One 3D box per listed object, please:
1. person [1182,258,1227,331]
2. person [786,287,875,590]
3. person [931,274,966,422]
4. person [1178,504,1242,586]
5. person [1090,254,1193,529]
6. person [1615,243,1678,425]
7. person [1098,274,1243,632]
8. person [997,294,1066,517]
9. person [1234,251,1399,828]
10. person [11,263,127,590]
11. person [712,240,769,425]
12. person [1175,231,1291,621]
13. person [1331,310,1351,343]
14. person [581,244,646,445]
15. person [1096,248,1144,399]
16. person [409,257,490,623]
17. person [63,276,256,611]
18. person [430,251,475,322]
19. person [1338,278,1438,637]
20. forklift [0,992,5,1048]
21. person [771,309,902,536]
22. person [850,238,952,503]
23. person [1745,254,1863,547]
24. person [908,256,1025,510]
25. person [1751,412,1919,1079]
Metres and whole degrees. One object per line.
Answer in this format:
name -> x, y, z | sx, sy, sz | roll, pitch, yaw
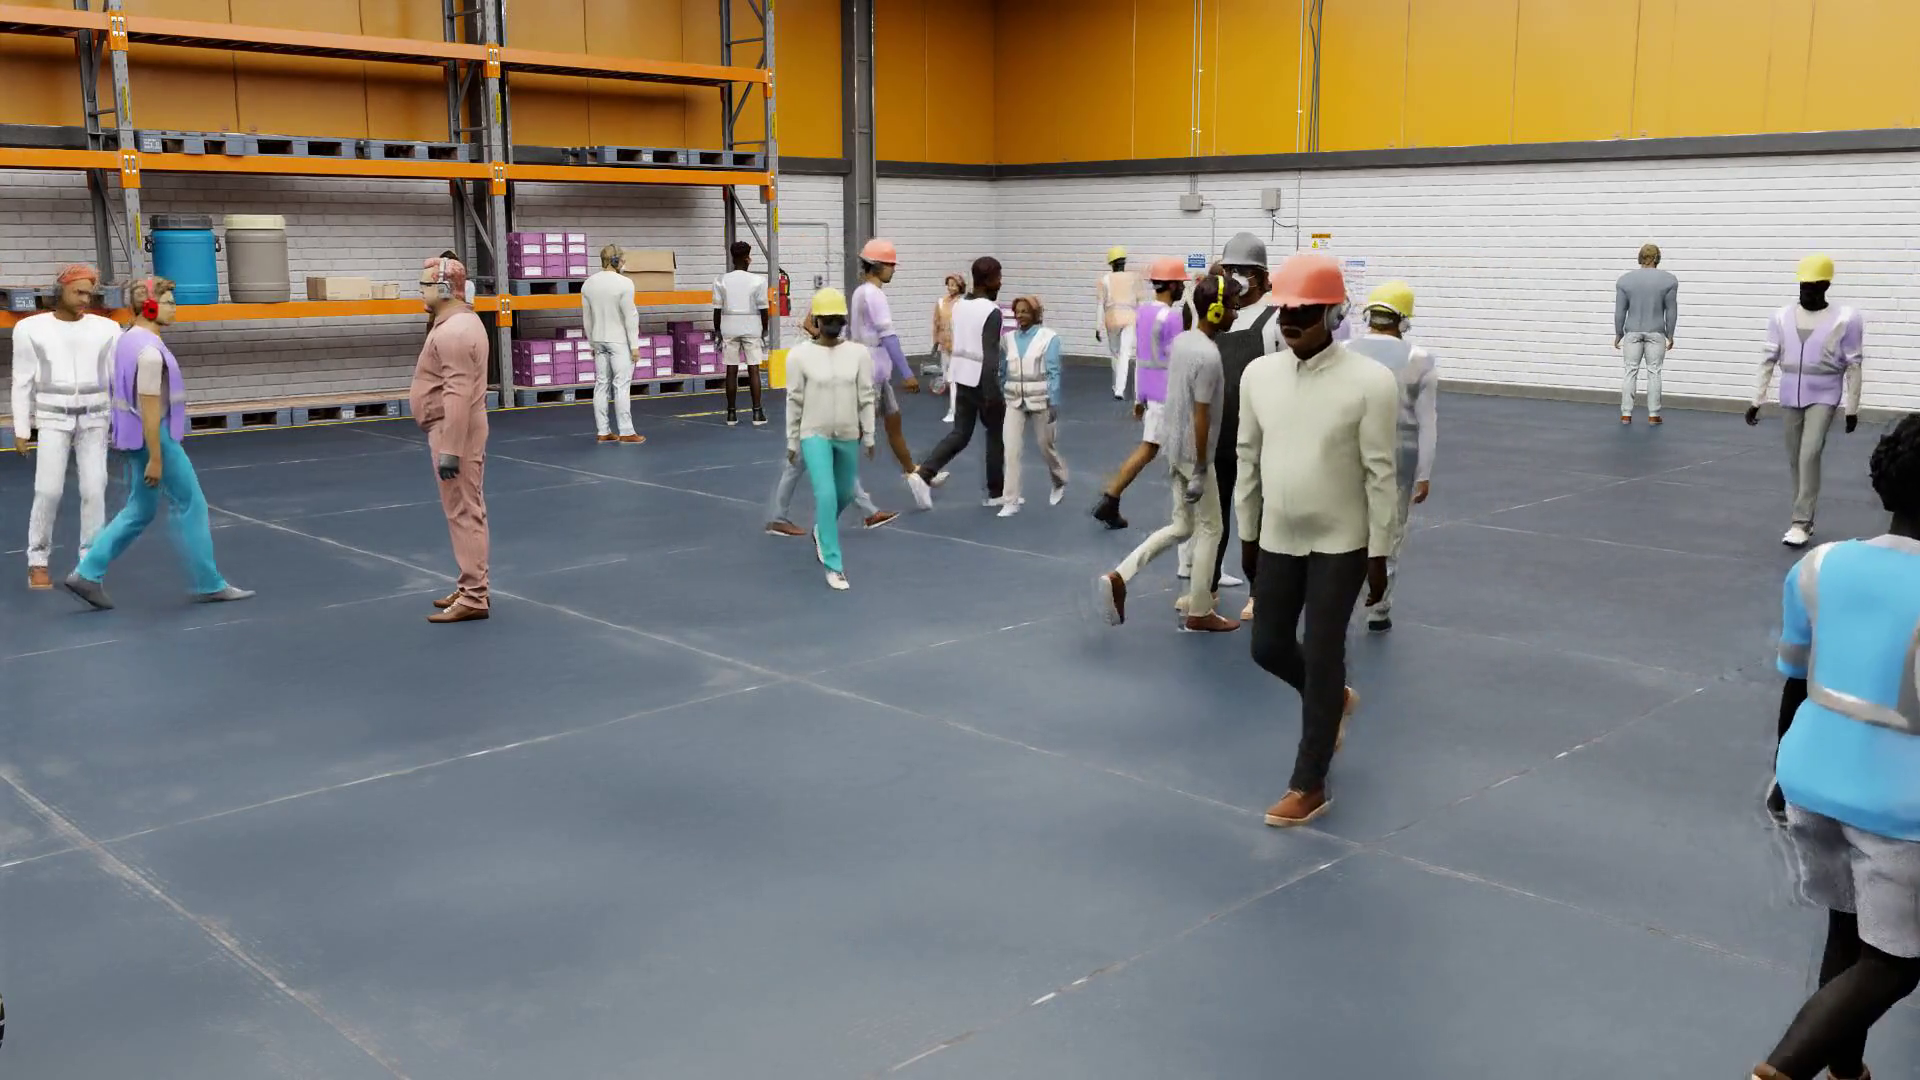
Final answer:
person -> 2.235, -1.529, 14.482 | 0.674, 1.825, 0.434 | 3, 11, 14
person -> -0.783, -0.624, 9.796 | 0.528, 1.737, 0.821 | -5, 11, -24
person -> -0.024, -2.124, 18.298 | 0.514, 1.611, 0.723 | 6, 12, 31
person -> 1.451, -0.553, 9.656 | 0.310, 1.638, 0.523 | -4, 11, -22
person -> 1.354, -1.015, 11.472 | 0.983, 1.898, 0.553 | -3, 11, -14
person -> 7.324, -2.193, 17.799 | 0.627, 1.934, 0.370 | 5, 12, 26
person -> 1.095, -0.404, 8.306 | 0.690, 1.835, 0.558 | -3, 11, -17
person -> 0.541, -1.000, 12.197 | 0.517, 1.615, 0.792 | 5, 12, 26
person -> 1.277, -0.020, 5.849 | 0.629, 1.977, 0.674 | 9, 14, 41
person -> -5.095, -0.646, 9.578 | 0.626, 1.855, 0.456 | -8, 13, -36
person -> -2.336, -2.208, 17.791 | 0.609, 1.963, 0.367 | 0, 10, 2
person -> 1.451, -0.596, 8.793 | 0.682, 2.000, 0.537 | 8, 13, 37
person -> 2.298, -0.836, 10.555 | 0.556, 1.881, 0.665 | -2, 11, -10
person -> -3.358, -1.881, 16.094 | 0.627, 1.934, 0.370 | 6, 12, 28
person -> 1.991, -2.689, 20.713 | 0.607, 1.858, 0.979 | 1, 10, 3
person -> -2.679, -0.525, 8.776 | 0.409, 1.907, 0.651 | -2, 11, -11
person -> -4.397, -0.512, 8.973 | 0.881, 1.817, 0.578 | -8, 13, -36
person -> -5.469, -2.184, 17.964 | 0.509, 1.860, 0.318 | -2, 11, -11
person -> 2.053, -0.384, 8.263 | 0.586, 1.811, 0.527 | 5, 12, 26
forklift -> -3.245, 0.323, 3.363 | 2.313, 2.155, 1.214 | 2, 11, 13
person -> -0.868, -0.796, 11.111 | 0.898, 1.581, 0.501 | 2, 11, 11
person -> -0.552, -1.267, 12.577 | 1.009, 1.987, 0.622 | -2, 11, -11
person -> 5.508, -0.909, 10.901 | 0.841, 1.897, 0.604 | -8, 13, -36
person -> 0.066, -1.145, 12.264 | 0.885, 1.881, 0.606 | -7, 12, -32
person -> 1.888, 0.557, 3.511 | 0.645, 1.672, 0.549 | -4, 11, -20
